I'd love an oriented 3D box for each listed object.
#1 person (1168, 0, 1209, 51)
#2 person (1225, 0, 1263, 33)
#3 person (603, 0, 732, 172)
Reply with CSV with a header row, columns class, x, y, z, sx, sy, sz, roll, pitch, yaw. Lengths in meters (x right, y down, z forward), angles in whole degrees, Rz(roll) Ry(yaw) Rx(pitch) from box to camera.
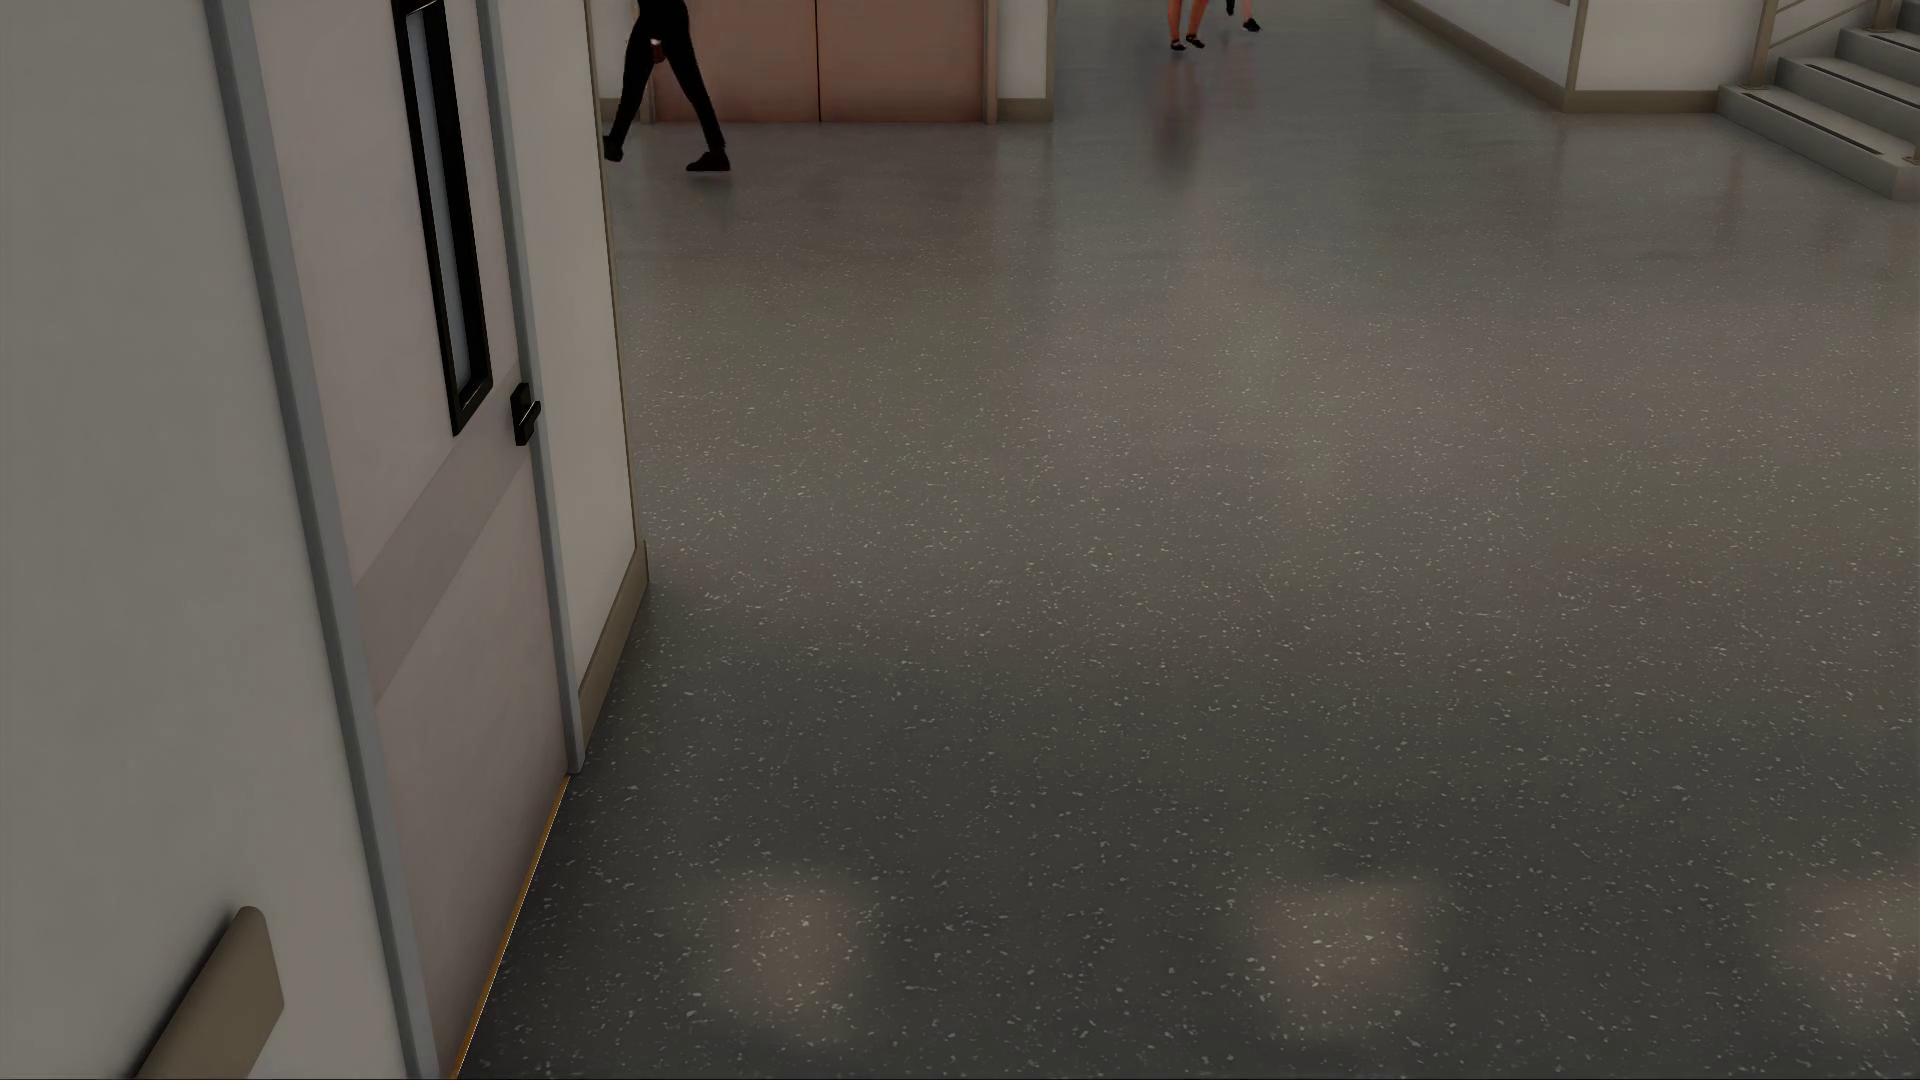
class,x,y,z,sx,sy,sz,roll,pitch,yaw
person,1.931,-5.080,14.337,0.689,1.664,0.750,-8,27,-17
person,2.641,-5.594,15.323,0.995,1.733,0.904,-11,28,-22
person,-1.703,-3.078,10.086,1.301,1.750,0.914,7,27,15
